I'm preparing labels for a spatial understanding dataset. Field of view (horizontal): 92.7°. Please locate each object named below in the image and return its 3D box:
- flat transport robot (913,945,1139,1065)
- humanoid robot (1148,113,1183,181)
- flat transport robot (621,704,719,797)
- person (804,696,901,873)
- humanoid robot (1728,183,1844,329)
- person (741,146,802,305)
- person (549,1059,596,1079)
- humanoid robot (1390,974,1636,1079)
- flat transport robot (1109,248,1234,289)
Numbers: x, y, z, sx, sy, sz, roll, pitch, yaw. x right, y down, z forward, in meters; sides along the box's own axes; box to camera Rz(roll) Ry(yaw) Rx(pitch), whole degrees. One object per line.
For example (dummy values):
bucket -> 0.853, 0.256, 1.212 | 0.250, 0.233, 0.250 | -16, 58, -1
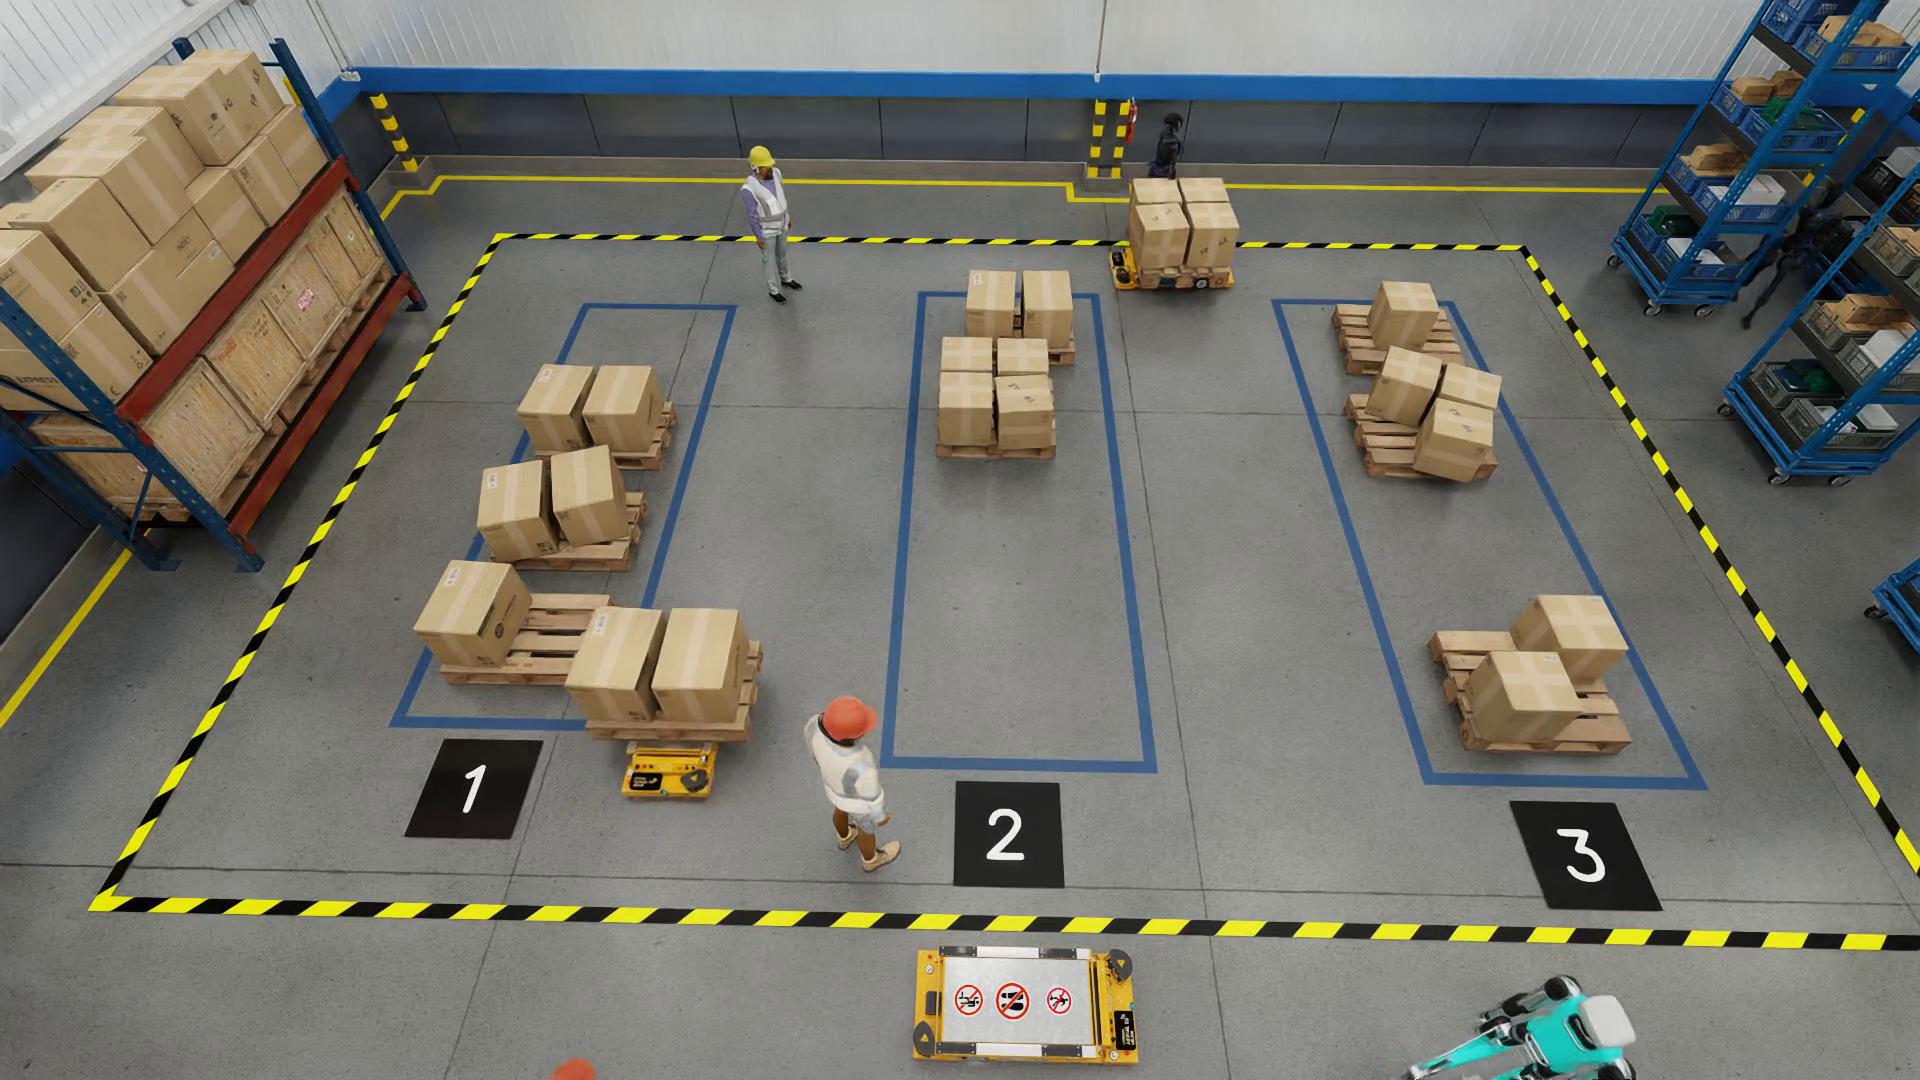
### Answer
flat transport robot -> 0.422, 3.041, 6.007 | 1.431, 0.231, 0.659 | 1, 51, 1
humanoid robot -> 2.398, -4.394, 11.169 | 0.579, 1.643, 0.600 | -7, 51, -6
flat transport robot -> -2.227, 1.346, 7.371 | 0.652, 0.197, 1.431 | 1, 51, 1
person -> -0.688, 1.608, 6.034 | 0.610, 2.038, 0.389 | 37, 60, 26
humanoid robot -> 9.220, -3.226, 10.238 | 0.584, 1.638, 0.762 | 23, 54, 18
person -> -2.123, -3.564, 10.379 | 0.404, 1.837, 0.589 | 24, 55, 18
person -> -1.783, 3.098, 4.817 | 0.607, 2.044, 0.368 | -5, 51, -4
humanoid robot -> 2.882, 2.989, 5.138 | 1.016, 1.777, 0.530 | -12, 52, -10
flat transport robot -> 2.583, -3.355, 11.202 | 1.431, 0.197, 0.652 | -1, 51, -1
